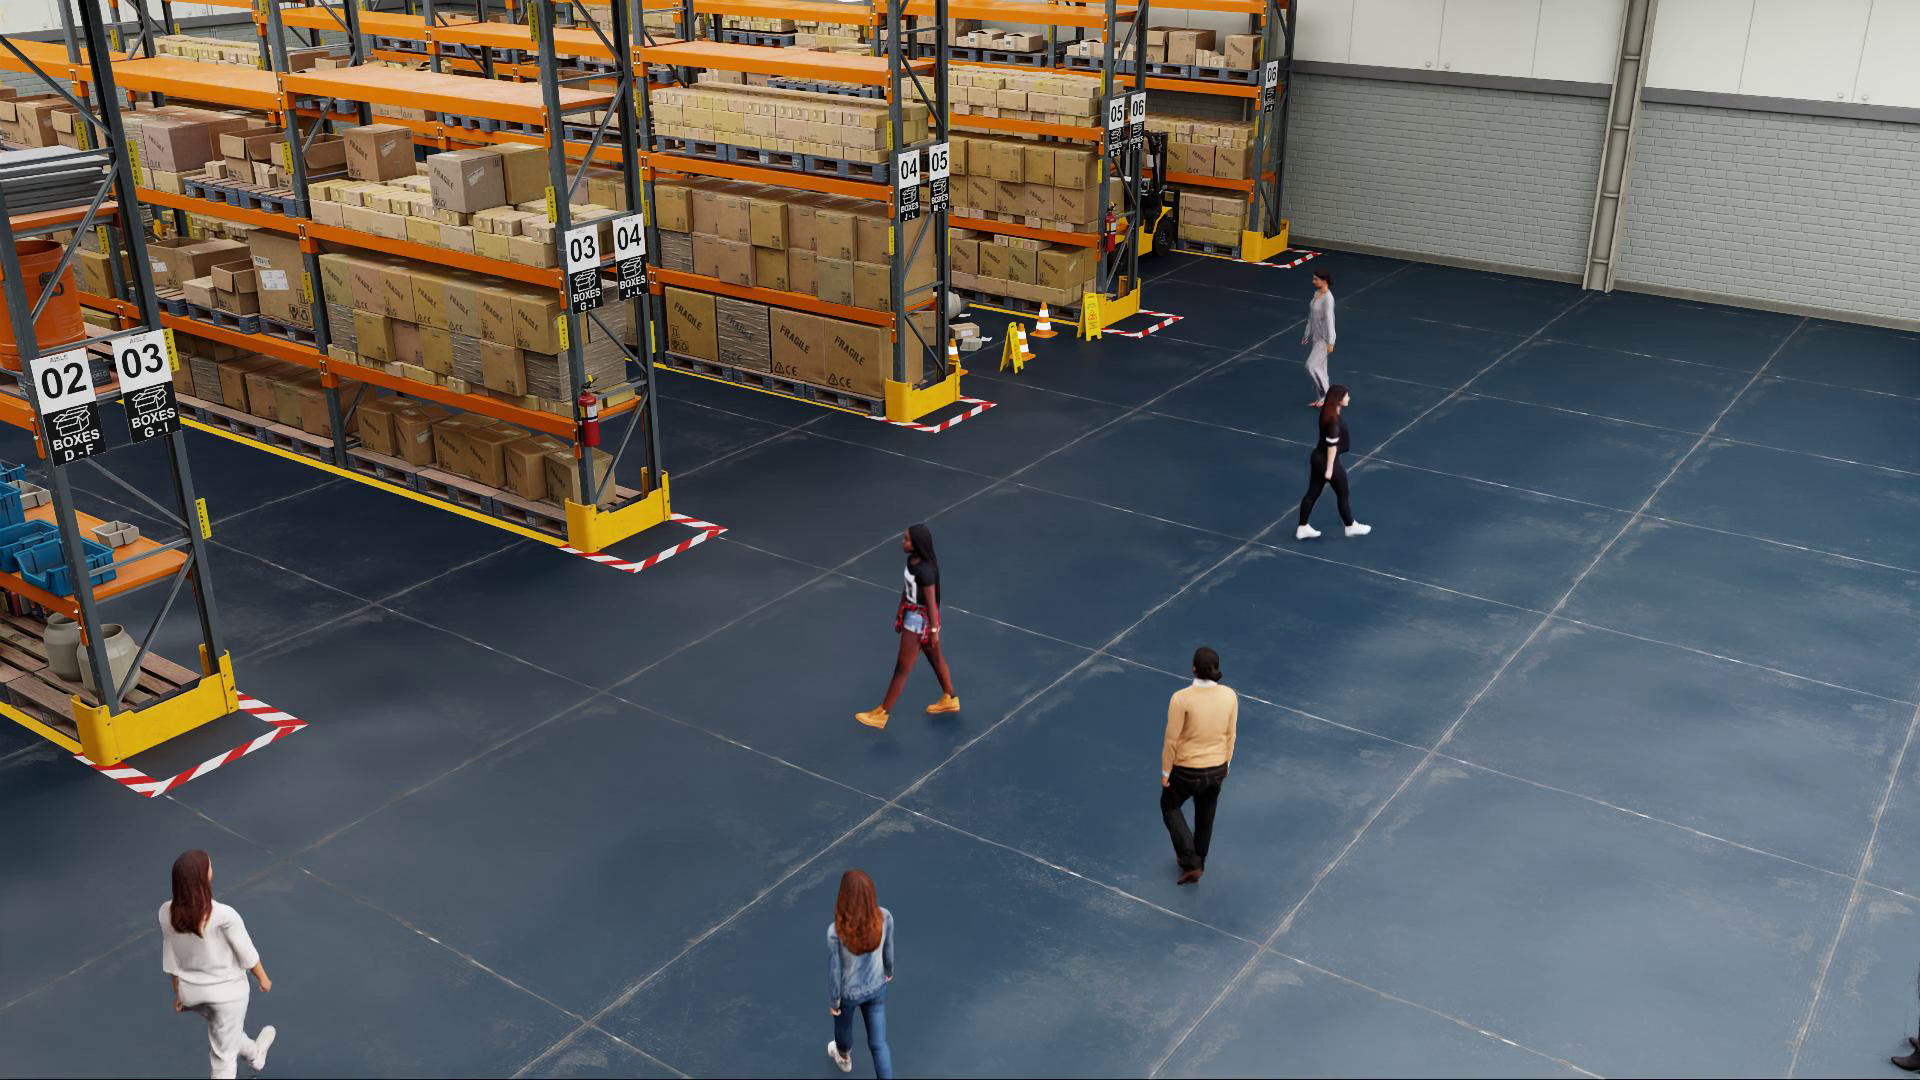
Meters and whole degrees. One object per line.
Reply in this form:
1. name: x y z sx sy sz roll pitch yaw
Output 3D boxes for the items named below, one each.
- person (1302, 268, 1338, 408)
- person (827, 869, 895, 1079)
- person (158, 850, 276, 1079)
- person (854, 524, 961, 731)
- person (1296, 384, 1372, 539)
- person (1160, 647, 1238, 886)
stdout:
1. person: 4.524 -2.464 20.332 0.783 1.752 0.728 -2 23 -5
2. person: -0.508 2.485 9.074 0.885 1.455 1.082 -11 25 -24
3. person: -4.018 2.457 8.881 1.031 1.657 0.946 4 23 9
4. person: -0.221 0.677 13.038 1.126 1.681 1.107 -6 24 -15
5. person: 3.561 -0.756 16.499 1.065 1.608 0.968 -2 23 -6
6. person: 1.584 1.537 10.927 0.875 1.749 0.937 -7 24 -15
